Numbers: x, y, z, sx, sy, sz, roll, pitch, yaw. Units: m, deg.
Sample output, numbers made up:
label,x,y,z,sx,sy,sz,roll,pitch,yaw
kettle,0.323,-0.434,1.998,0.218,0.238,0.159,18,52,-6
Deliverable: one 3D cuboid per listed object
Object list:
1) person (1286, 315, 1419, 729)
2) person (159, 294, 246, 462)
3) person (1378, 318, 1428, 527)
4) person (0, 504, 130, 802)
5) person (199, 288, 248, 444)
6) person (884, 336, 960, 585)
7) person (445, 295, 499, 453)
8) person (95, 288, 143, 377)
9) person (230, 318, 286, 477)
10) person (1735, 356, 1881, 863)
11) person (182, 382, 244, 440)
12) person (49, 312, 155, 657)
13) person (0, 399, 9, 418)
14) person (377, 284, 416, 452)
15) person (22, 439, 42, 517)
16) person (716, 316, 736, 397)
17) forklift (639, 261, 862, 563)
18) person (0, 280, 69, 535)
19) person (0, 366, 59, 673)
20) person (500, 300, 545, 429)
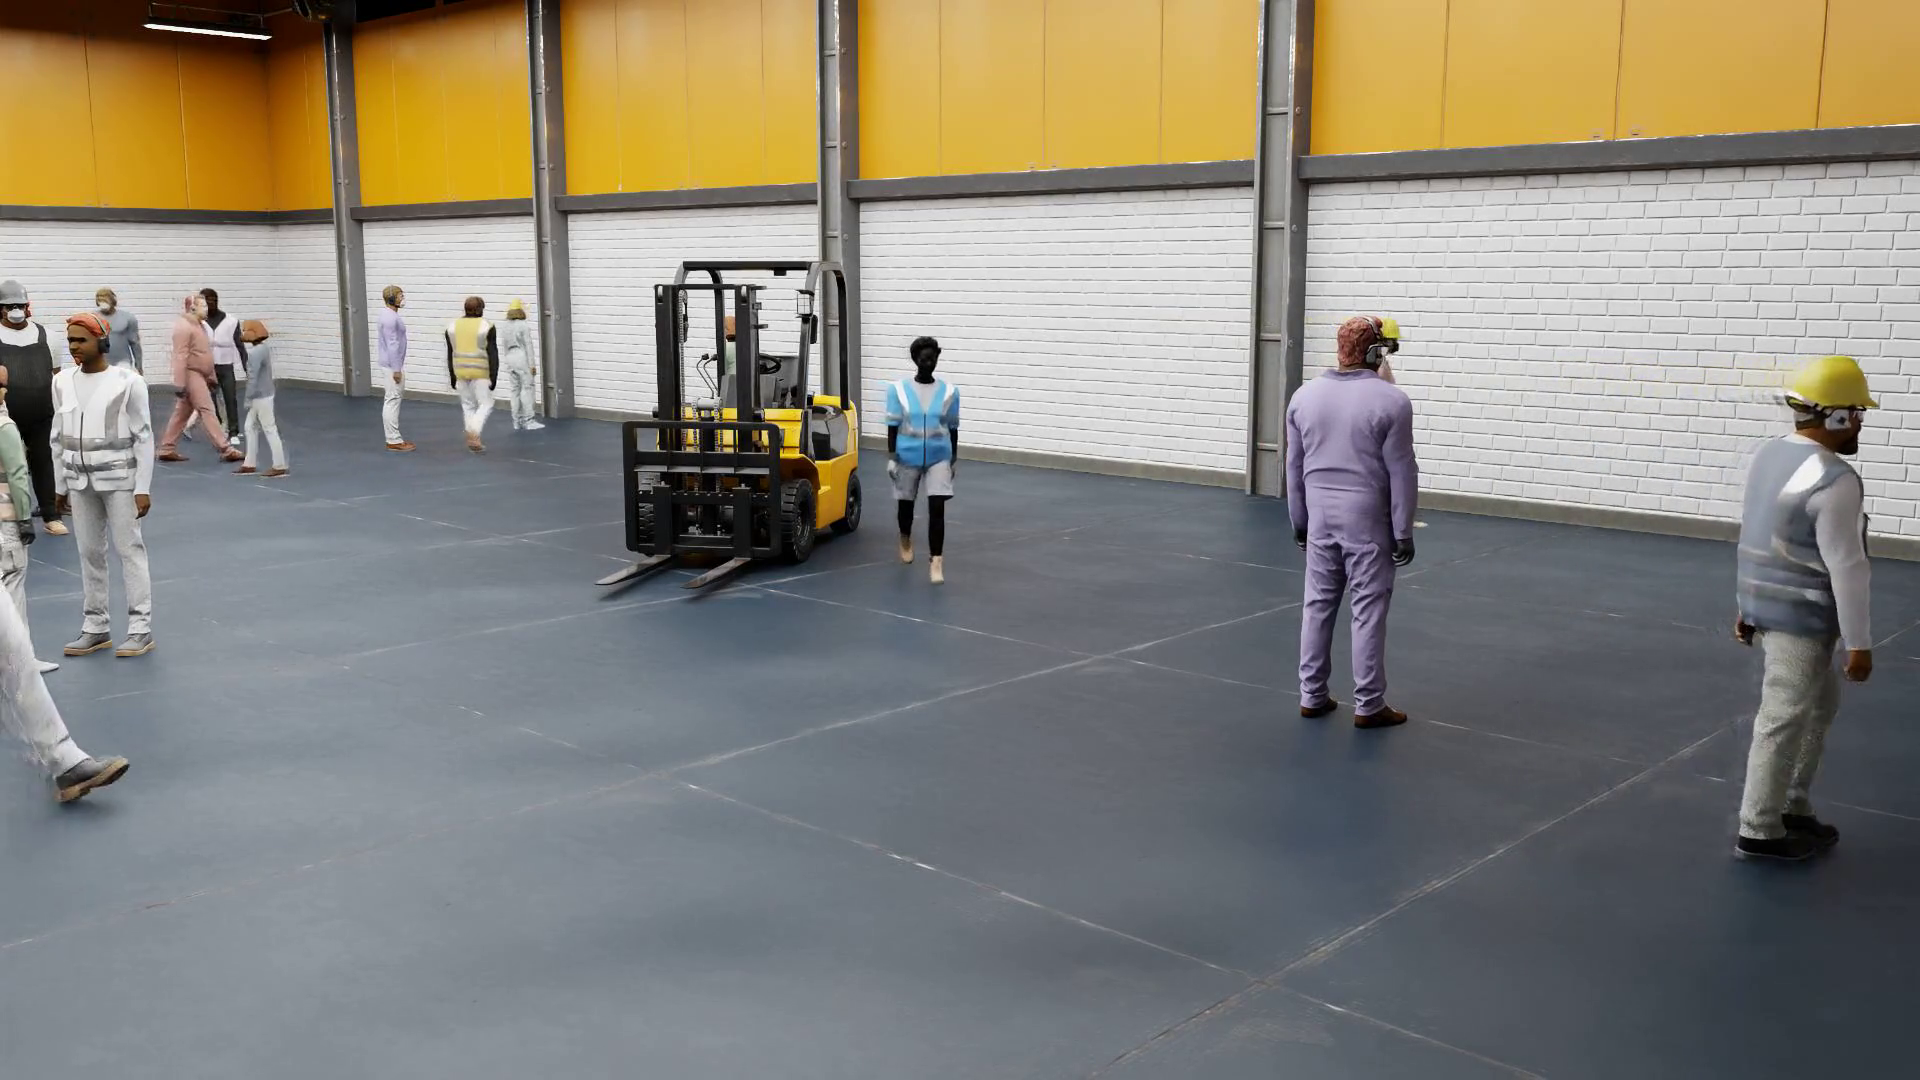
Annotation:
label,x,y,z,sx,sy,sz,roll,pitch,yaw
person,1.836,-0.084,7.737,0.652,1.906,0.409,9,13,43
person,-8.363,-1.766,18.232,1.013,1.848,0.665,-2,9,-12
person,3.385,-0.946,13.574,0.769,1.746,0.536,2,10,14
person,-3.833,0.162,6.448,0.997,1.827,0.605,1,9,4
person,-8.958,-2.095,20.141,0.714,1.896,0.470,-4,10,-25
person,-0.262,-0.572,11.416,0.530,1.677,0.713,-1,9,-5
person,-5.579,-1.878,19.009,0.628,1.822,0.632,1,9,8
person,-10.433,-2.143,20.450,0.655,1.879,1.047,-2,10,-15
person,-7.210,-1.432,16.871,0.670,1.608,0.523,-2,10,-14
person,3.054,0.264,5.876,0.568,1.813,0.626,0,9,2
person,-9.338,-2.036,20.602,0.743,1.611,0.535,-7,11,-36
person,-4.700,-0.296,9.109,0.580,1.883,0.352,1,9,8
person,-7.367,-0.725,12.501,0.507,1.631,0.266,2,9,10
person,-6.586,-1.997,19.367,0.371,1.940,0.627,-4,10,-21
person,-7.963,-1.076,13.911,0.564,1.880,0.995,3,10,15
person,-2.361,-1.495,17.225,0.282,1.633,0.500,5,11,29
forklift,-1.552,-1.040,12.721,1.214,2.155,2.313,2,9,11
person,-7.374,-1.025,13.094,0.538,2.000,0.684,9,13,44
person,-5.021,-0.100,8.655,0.511,1.640,0.308,4,10,24
person,-5.822,-2.312,22.007,0.580,1.706,0.323,4,10,25
